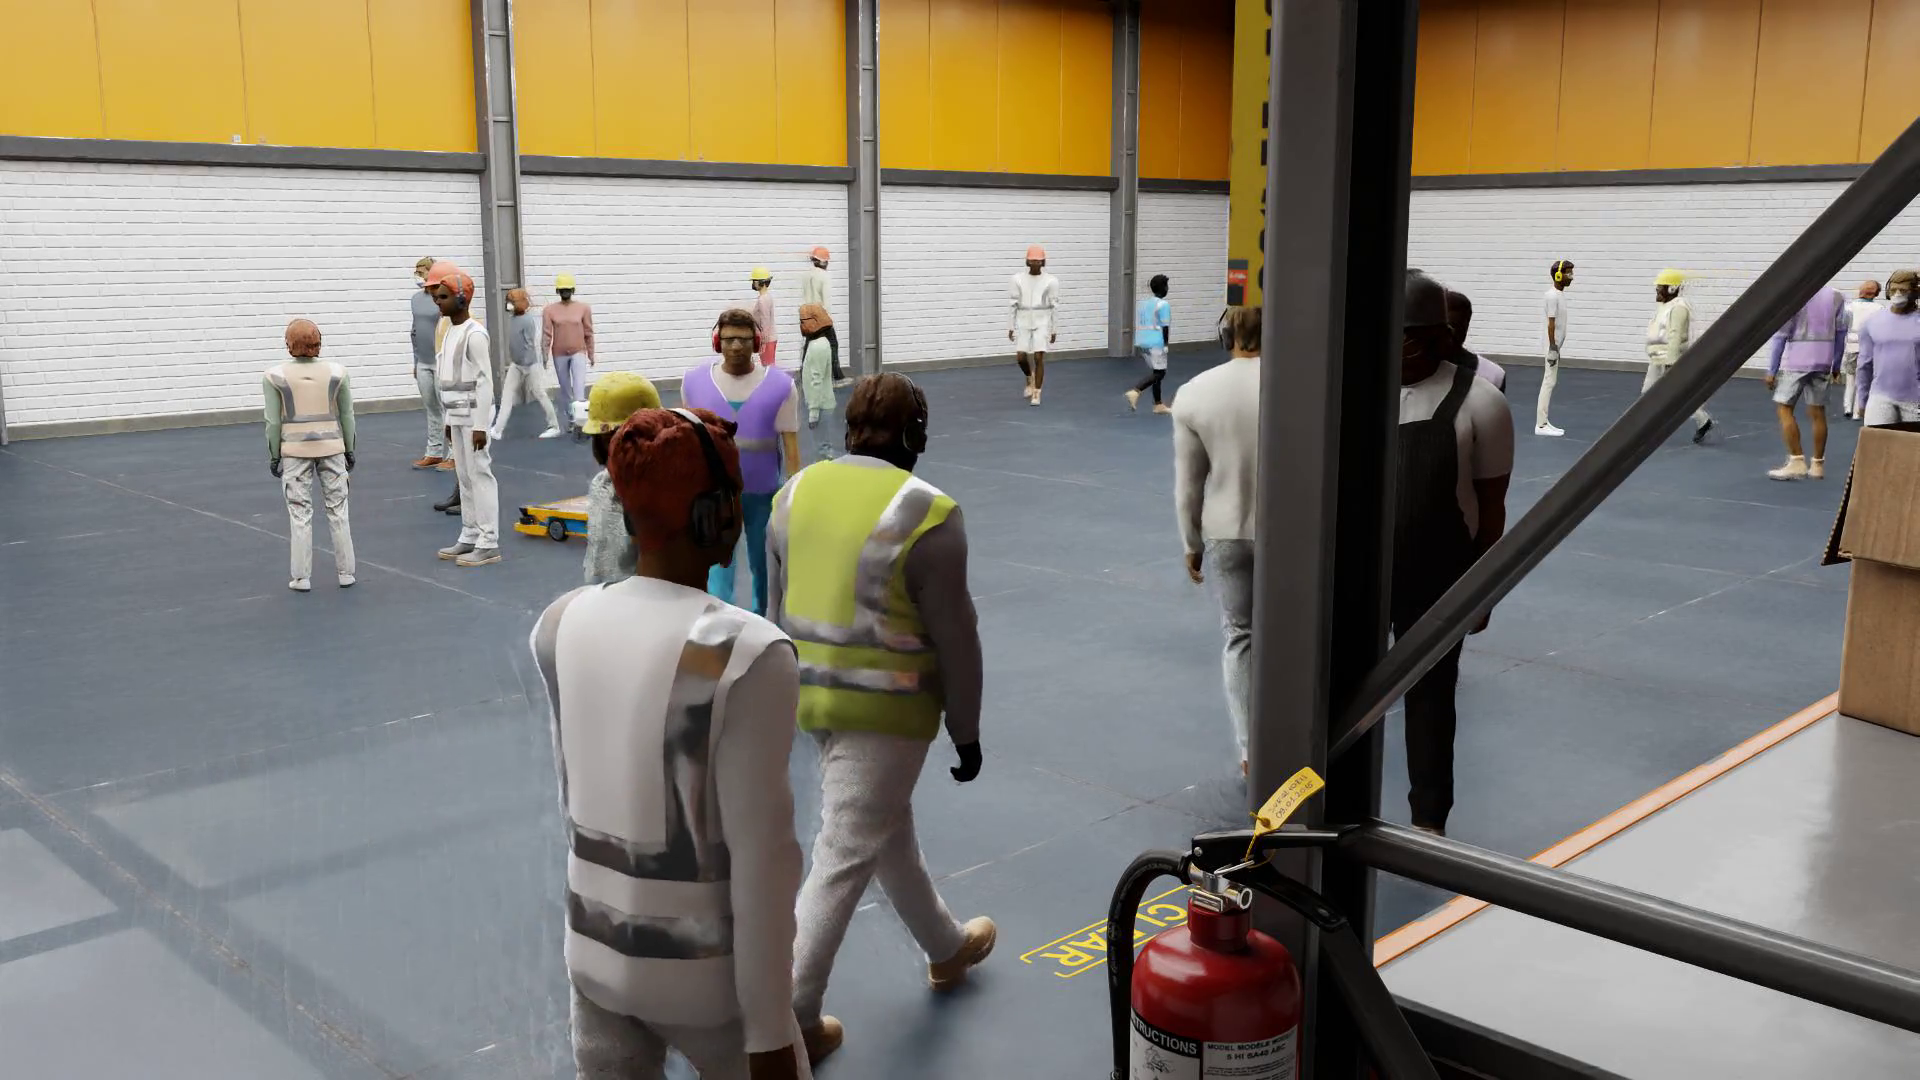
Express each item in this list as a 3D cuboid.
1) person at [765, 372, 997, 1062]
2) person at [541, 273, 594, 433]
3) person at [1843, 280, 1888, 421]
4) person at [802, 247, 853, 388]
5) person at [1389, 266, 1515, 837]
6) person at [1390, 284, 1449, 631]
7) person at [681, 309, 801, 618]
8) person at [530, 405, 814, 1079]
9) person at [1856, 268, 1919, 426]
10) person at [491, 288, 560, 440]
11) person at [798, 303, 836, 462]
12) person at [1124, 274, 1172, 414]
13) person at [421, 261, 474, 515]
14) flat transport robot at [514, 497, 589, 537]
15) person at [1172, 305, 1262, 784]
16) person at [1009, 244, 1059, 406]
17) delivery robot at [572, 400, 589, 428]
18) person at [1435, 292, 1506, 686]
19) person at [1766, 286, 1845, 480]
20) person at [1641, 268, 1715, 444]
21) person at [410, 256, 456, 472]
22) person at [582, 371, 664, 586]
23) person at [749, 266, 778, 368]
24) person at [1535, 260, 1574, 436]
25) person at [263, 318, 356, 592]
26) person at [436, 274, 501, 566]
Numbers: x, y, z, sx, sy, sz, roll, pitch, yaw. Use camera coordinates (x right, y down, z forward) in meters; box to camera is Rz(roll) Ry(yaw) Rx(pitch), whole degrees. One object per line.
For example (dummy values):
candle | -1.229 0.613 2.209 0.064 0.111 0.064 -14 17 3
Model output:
person | -0.227 0.450 4.410 0.638 1.778 0.959 10 15 44
person | -4.177 -1.964 17.710 0.545 1.714 0.902 -2 11 -10
person | 10.464 -2.191 19.240 0.541 1.616 0.545 9 14 42
person | -1.869 -3.091 23.198 0.889 1.960 0.653 -10 14 -44
person | 1.472 0.094 5.631 0.681 2.000 0.536 6 12 28
person | 2.423 -0.414 8.846 0.634 1.883 0.681 -6 12 -28
person | -1.051 -0.216 8.026 0.575 1.784 0.998 0 10 -2
person | -0.402 0.692 2.879 0.601 1.845 0.920 7 13 35
person | 6.918 -1.042 12.239 0.635 1.905 0.991 8 13 37
person | -4.589 -1.830 17.367 0.888 1.577 0.501 -10 14 -43
person | -1.078 -0.982 12.632 0.272 1.627 0.495 -1 10 -5
person | 2.255 -2.306 19.692 0.638 1.683 0.541 -3 11 -18
person | -3.882 -1.156 12.750 0.382 1.933 0.540 -7 12 -33
flat transport robot | -2.388 -0.138 11.724 1.431 0.197 0.652 6 12 29
person | 1.144 0.001 6.470 0.654 1.916 0.426 3 11 14
person | 0.933 -2.703 20.923 0.636 2.024 0.539 2 11 13
delivery robot | -3.635 -1.330 17.198 0.707 0.478 0.477 0 10 -2
person | 2.326 -0.269 8.109 0.593 1.865 1.018 3 11 17
person | 7.388 -1.498 14.466 0.689 2.004 0.452 -2 11 -11
person | 7.289 -1.868 16.969 0.803 1.809 0.591 1 10 4
person | -4.746 -1.590 15.091 0.629 1.940 0.379 7 13 35
person | -0.983 0.351 5.063 0.484 1.736 0.308 8 13 37
person | -2.306 -2.320 19.545 0.329 1.769 0.526 0 10 -1
person | 6.368 -2.050 17.803 0.311 1.865 0.532 4 11 22
person | -3.884 -0.503 9.982 0.514 1.641 0.307 -6 12 -30
person | -3.203 -0.773 10.793 0.362 1.883 0.575 -7 13 -34
